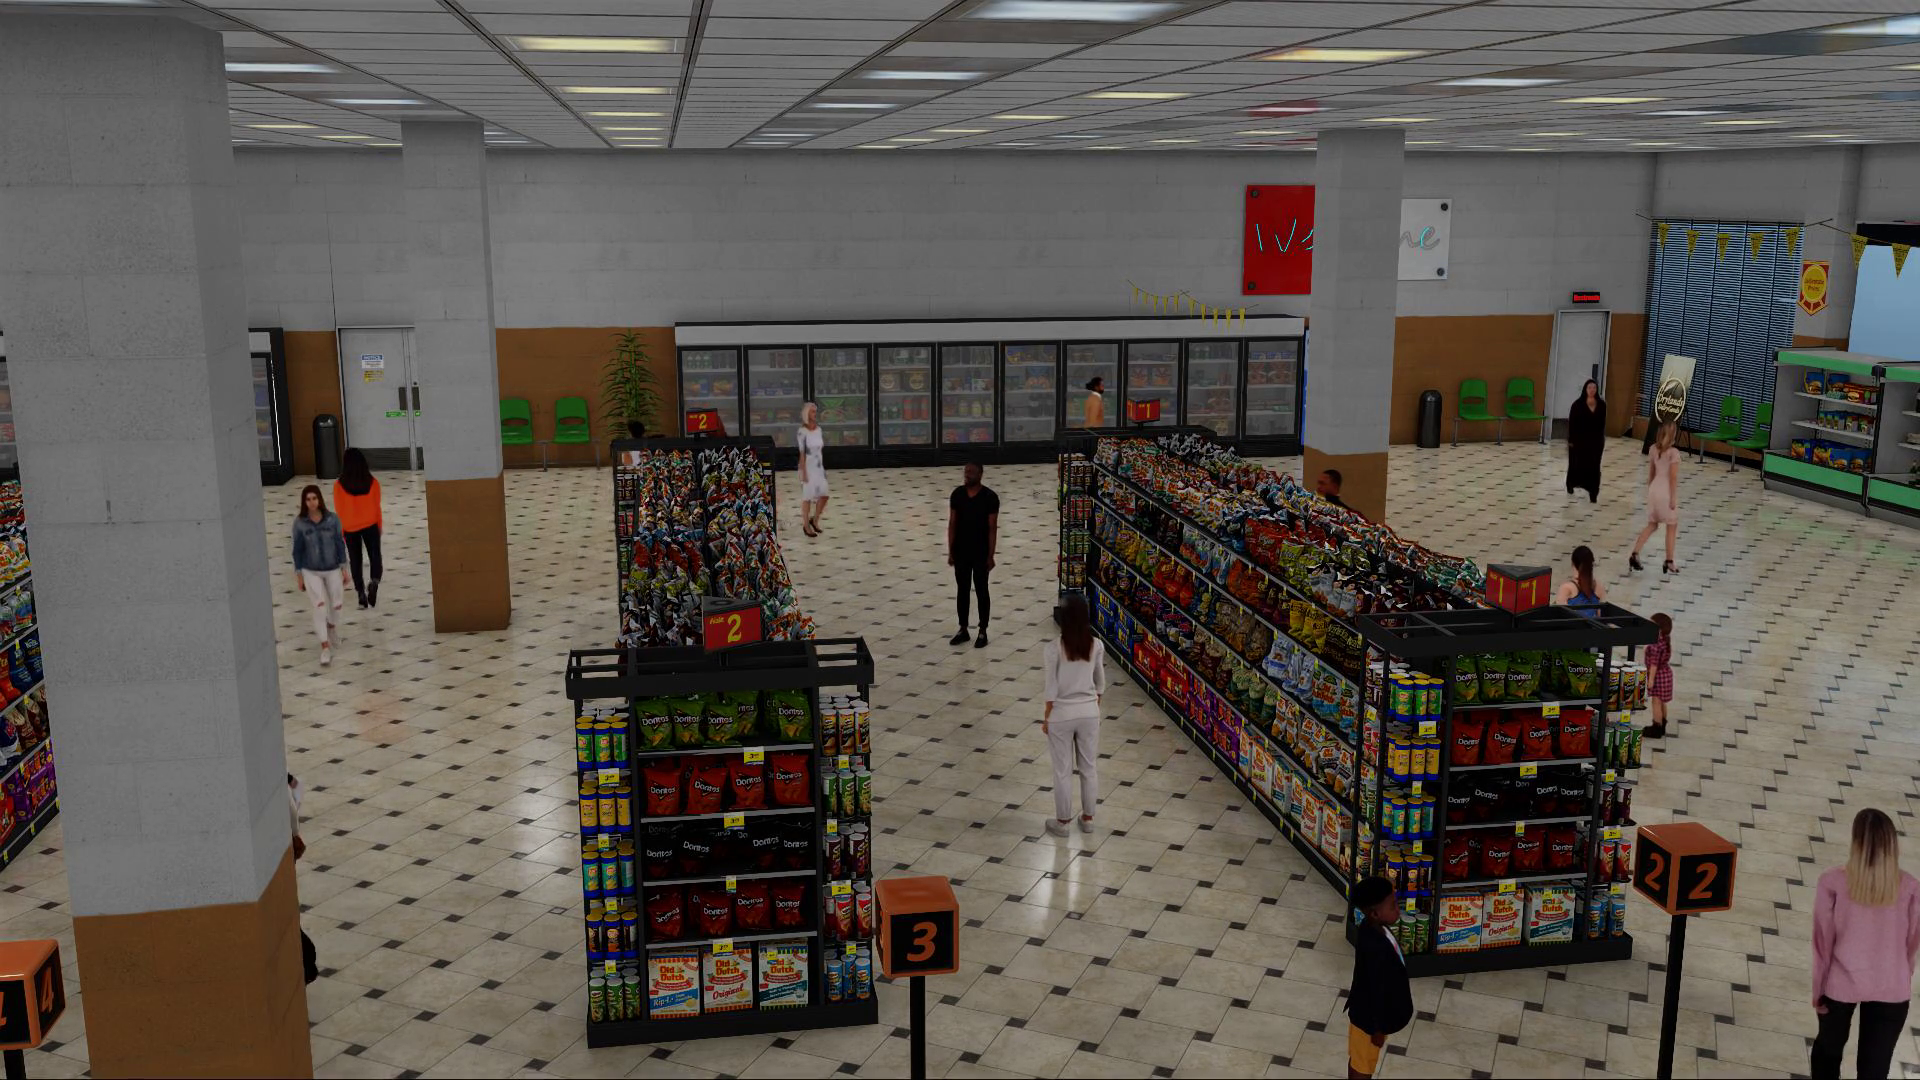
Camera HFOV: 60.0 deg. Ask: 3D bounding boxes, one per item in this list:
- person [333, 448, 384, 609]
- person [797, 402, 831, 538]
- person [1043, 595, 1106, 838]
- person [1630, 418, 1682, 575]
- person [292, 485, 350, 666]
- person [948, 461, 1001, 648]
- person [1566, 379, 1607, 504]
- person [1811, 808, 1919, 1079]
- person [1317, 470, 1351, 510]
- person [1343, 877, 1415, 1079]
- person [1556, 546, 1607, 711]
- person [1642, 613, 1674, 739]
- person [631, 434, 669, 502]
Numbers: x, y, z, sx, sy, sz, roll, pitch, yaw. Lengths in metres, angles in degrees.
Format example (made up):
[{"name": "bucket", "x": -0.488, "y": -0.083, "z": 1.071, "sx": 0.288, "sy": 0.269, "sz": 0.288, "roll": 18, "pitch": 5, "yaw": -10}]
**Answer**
[{"name": "person", "x": -6.246, "y": -0.089, "z": 17.388, "sx": 0.753, "sy": 1.729, "sz": 1.021, "roll": -5, "pitch": 13, "yaw": -23}, {"name": "person", "x": -1.954, "y": -0.893, "z": 21.189, "sx": 0.749, "sy": 1.737, "sz": 0.697, "roll": 9, "pitch": 15, "yaw": 38}, {"name": "person", "x": 0.780, "y": 1.196, "z": 11.387, "sx": 0.632, "sy": 1.688, "sz": 0.588, "roll": -4, "pitch": 13, "yaw": -19}, {"name": "person", "x": 7.966, "y": -0.478, "z": 19.035, "sx": 0.774, "sy": 1.812, "sz": 0.915, "roll": -5, "pitch": 13, "yaw": -23}, {"name": "person", "x": -5.995, "y": 0.309, "z": 15.607, "sx": 0.768, "sy": 1.684, "sz": 0.945, "roll": -5, "pitch": 13, "yaw": -24}, {"name": "person", "x": 0.127, "y": 0.122, "z": 16.170, "sx": 0.750, "sy": 1.820, "sz": 0.763, "roll": 5, "pitch": 13, "yaw": 24}, {"name": "person", "x": 8.871, "y": -1.402, "z": 23.657, "sx": 0.862, "sy": 1.715, "sz": 1.181, "roll": 1, "pitch": 12, "yaw": 5}, {"name": "person", "x": 4.042, "y": 2.051, "z": 7.419, "sx": 1.012, "sy": 1.649, "sz": 1.186, "roll": 5, "pitch": 13, "yaw": 23}, {"name": "person", "x": 3.355, "y": 0.296, "z": 15.136, "sx": 0.783, "sy": 1.904, "sz": 0.604, "roll": -4, "pitch": 13, "yaw": -19}, {"name": "person", "x": 1.913, "y": 2.170, "z": 7.772, "sx": 0.632, "sy": 1.271, "sz": 0.534, "roll": 1, "pitch": 12, "yaw": 6}, {"name": "person", "x": 4.924, "y": 0.862, "z": 13.197, "sx": 0.560, "sy": 1.595, "sz": 0.803, "roll": -2, "pitch": 12, "yaw": -11}, {"name": "person", "x": 5.672, "y": 1.094, "z": 13.492, "sx": 0.565, "sy": 1.020, "sz": 0.508, "roll": 9, "pitch": 15, "yaw": 37}, {"name": "person", "x": -3.286, "y": -0.135, "z": 17.397, "sx": 1.293, "sy": 1.816, "sz": 1.247, "roll": 11, "pitch": 16, "yaw": 42}]
